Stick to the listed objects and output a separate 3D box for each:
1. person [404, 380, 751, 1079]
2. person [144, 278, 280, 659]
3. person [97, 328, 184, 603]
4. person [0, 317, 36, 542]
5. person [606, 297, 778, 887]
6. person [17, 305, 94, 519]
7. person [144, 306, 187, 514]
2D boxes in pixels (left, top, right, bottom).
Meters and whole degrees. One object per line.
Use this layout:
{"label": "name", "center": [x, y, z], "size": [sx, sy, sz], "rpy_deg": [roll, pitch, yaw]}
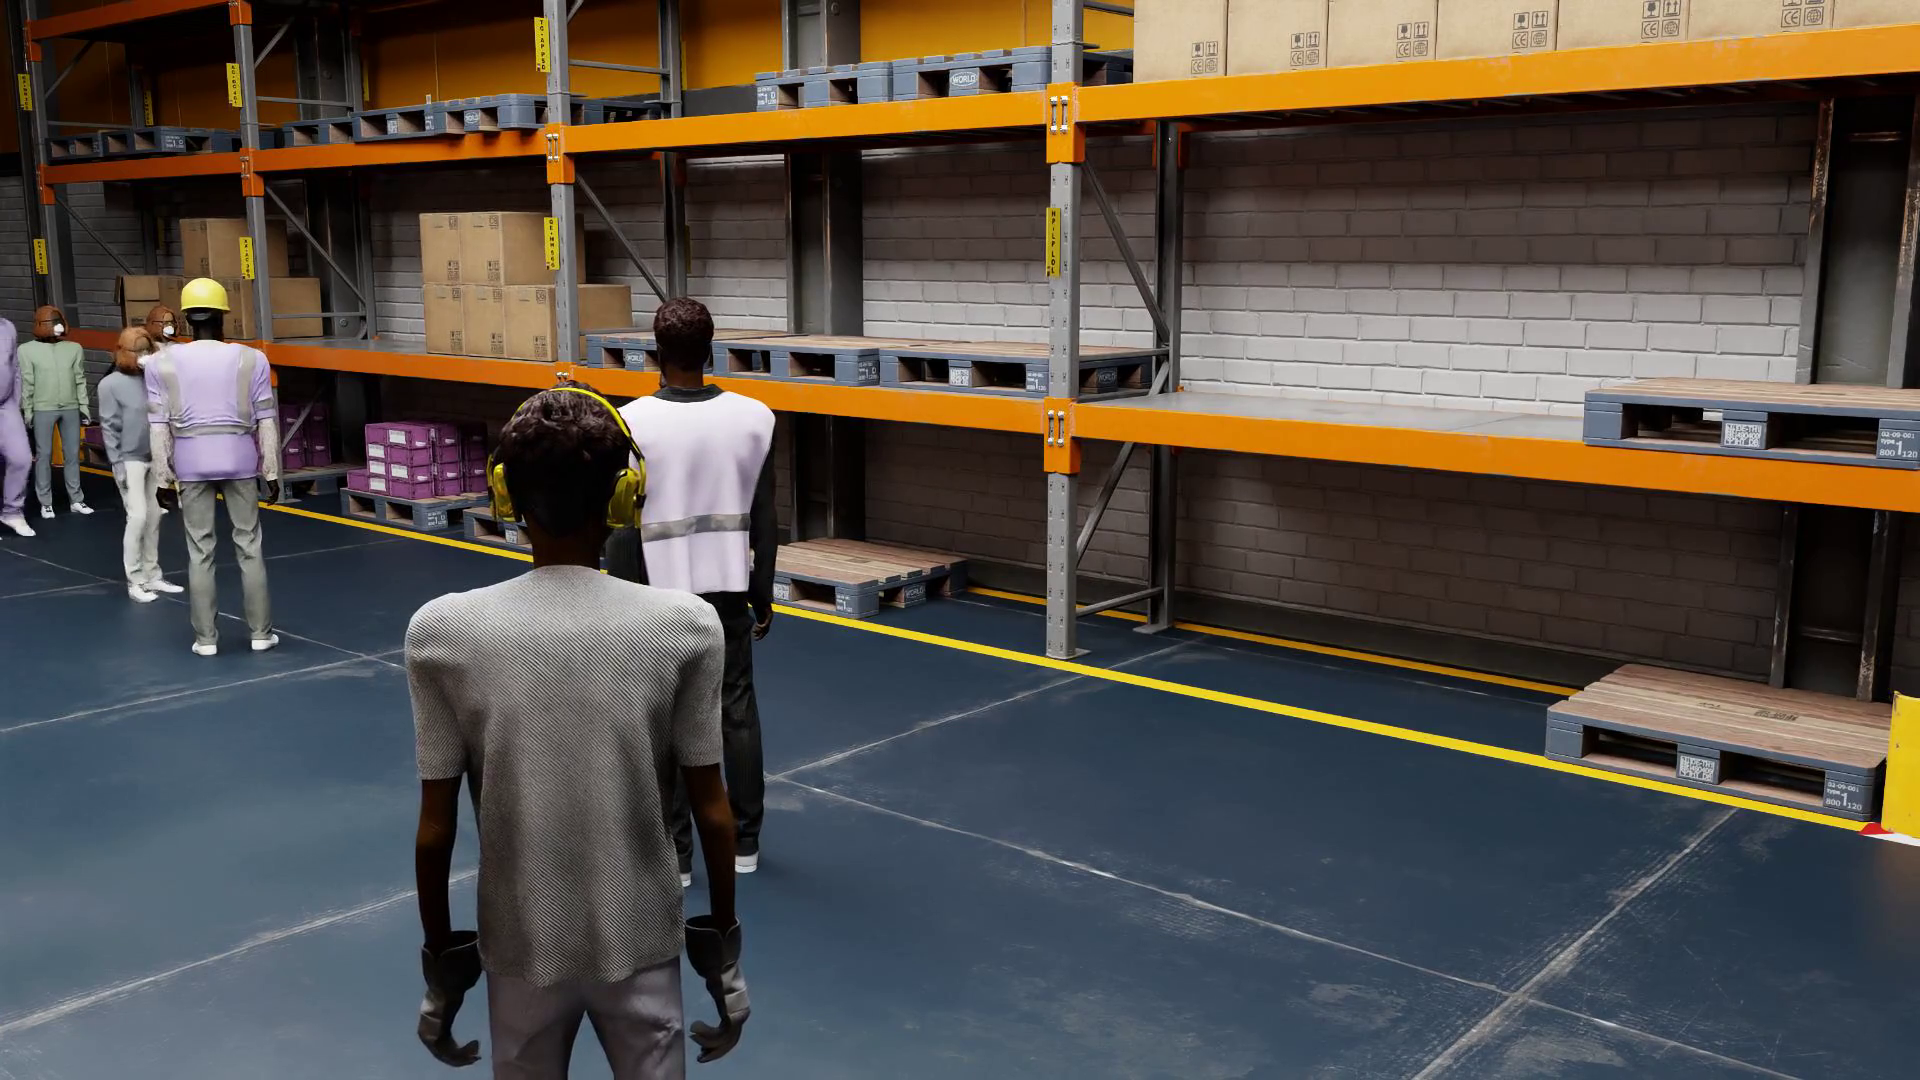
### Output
{"label": "person", "center": [-0.611, 0.681, 2.696], "size": [0.534, 1.868, 0.309], "rpy_deg": [-1, 10, -8]}
{"label": "person", "center": [-3.784, -0.361, 8.464], "size": [0.593, 1.923, 0.382], "rpy_deg": [-4, 11, -24]}
{"label": "person", "center": [-4.814, -0.441, 9.809], "size": [0.416, 1.614, 0.497], "rpy_deg": [4, 11, 23]}
{"label": "person", "center": [-6.857, -0.912, 11.706], "size": [0.475, 1.891, 0.655], "rpy_deg": [6, 12, 31]}
{"label": "person", "center": [-0.867, 0.178, 5.414], "size": [0.593, 1.920, 0.391], "rpy_deg": [-6, 11, -30]}
{"label": "person", "center": [-6.997, -0.992, 12.878], "size": [0.273, 1.636, 0.507], "rpy_deg": [8, 13, 38]}
{"label": "person", "center": [-6.238, -1.021, 13.077], "size": [0.277, 1.629, 0.496], "rpy_deg": [7, 12, 35]}
